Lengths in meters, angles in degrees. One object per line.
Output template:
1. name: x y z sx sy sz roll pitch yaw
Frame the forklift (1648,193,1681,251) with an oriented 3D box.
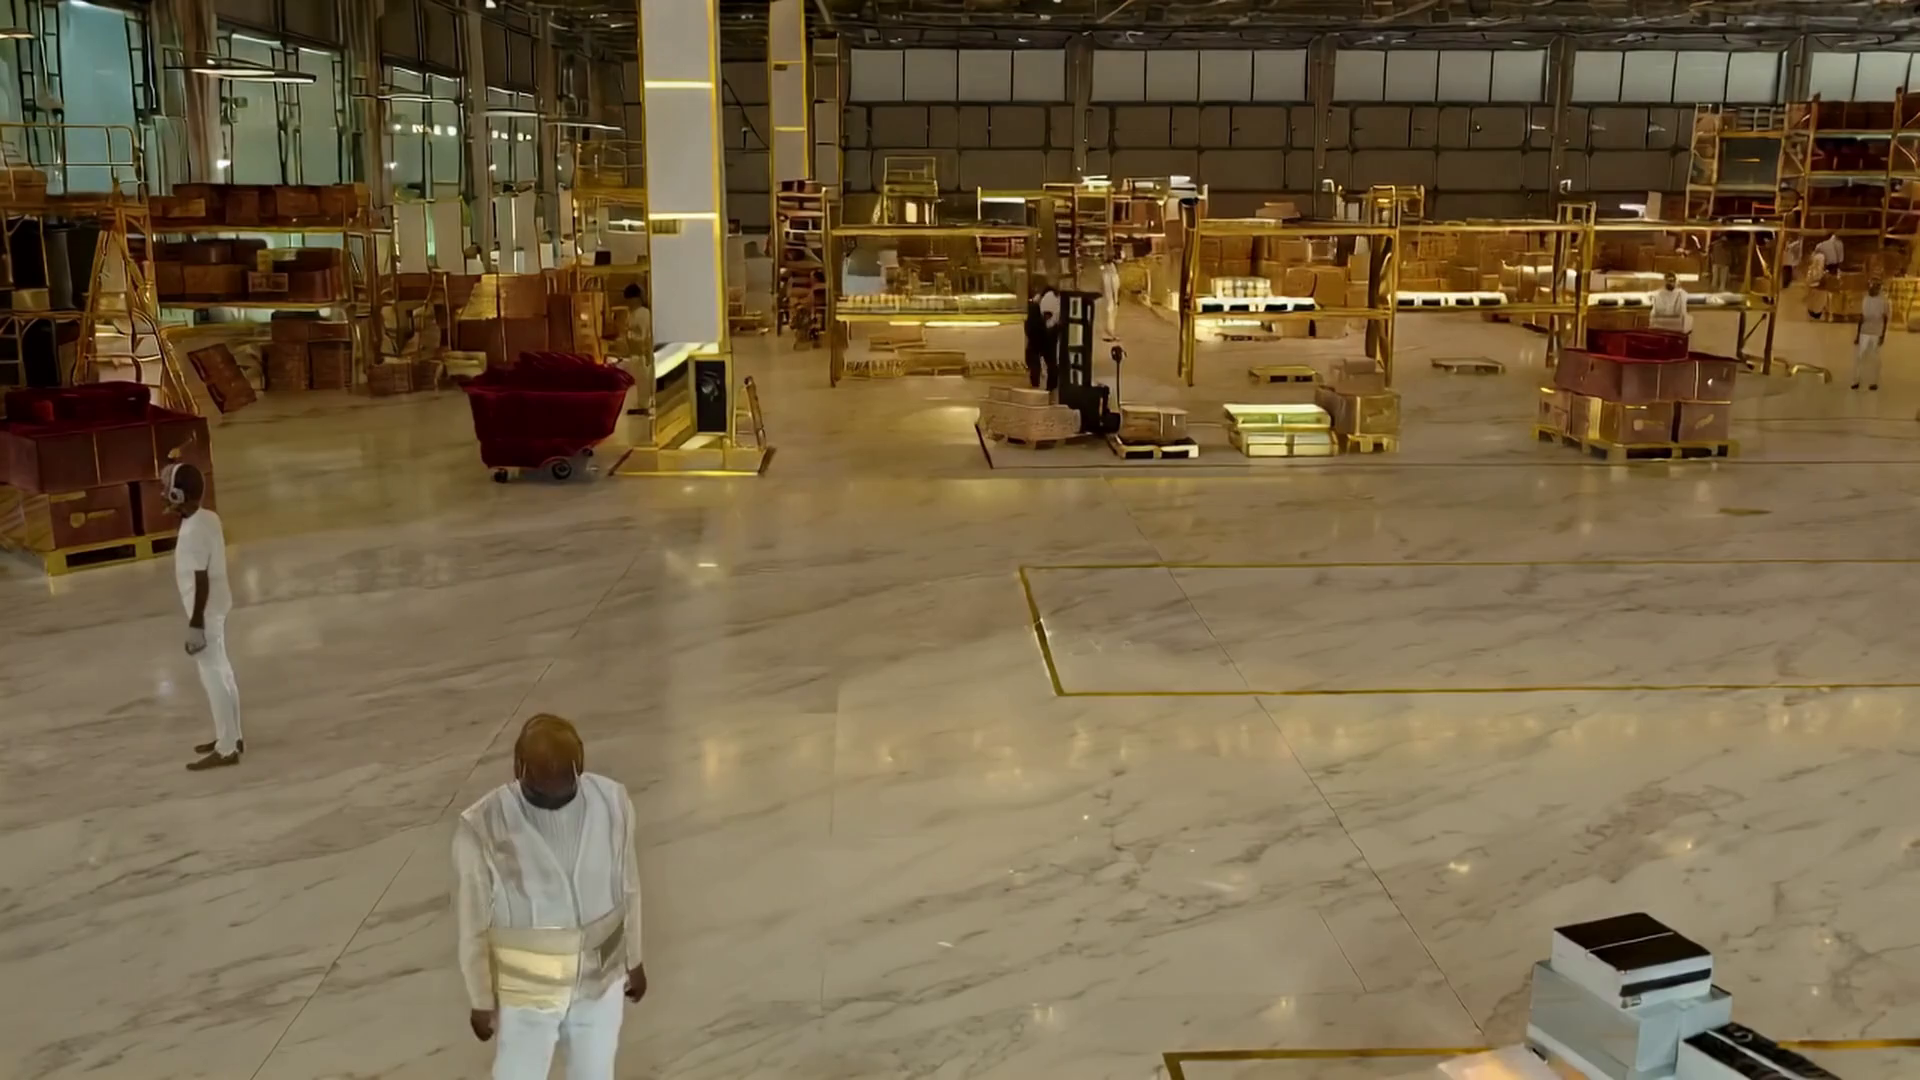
1. forklift: 23.997 -10.607 57.611 1.873 2.768 1.129 4 13 18

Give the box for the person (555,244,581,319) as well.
1. person: -9.186 -5.996 39.096 0.611 1.878 1.002 -5 13 -21

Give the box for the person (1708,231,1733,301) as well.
1. person: 21.094 -7.597 46.166 0.629 1.940 0.373 9 15 34

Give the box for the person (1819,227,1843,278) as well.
1. person: 25.429 -8.161 48.680 0.649 1.953 0.908 4 13 16

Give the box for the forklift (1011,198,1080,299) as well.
1. forklift: 2.407 -8.199 46.741 1.873 2.768 1.129 0 12 -2

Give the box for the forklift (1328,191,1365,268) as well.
1. forklift: 14.597 -11.653 62.336 1.129 2.768 1.873 0 12 -2

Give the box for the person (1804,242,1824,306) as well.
1. person: 22.886 -7.111 44.519 0.535 1.700 0.318 -12 17 -42

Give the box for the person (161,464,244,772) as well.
1. person: -4.536 0.462 9.954 0.329 1.865 0.518 -3 13 -11

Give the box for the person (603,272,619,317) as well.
1. person: -8.504 -6.279 40.827 0.538 1.674 0.707 1 13 5

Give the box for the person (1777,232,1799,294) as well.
1. person: 24.384 -8.134 48.846 0.533 1.827 0.644 0 12 -1

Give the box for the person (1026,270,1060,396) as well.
1. person: 1.306 -3.315 26.599 0.563 2.000 0.707 -4 13 -19

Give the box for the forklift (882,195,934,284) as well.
1. forklift: -1.507 -9.369 52.021 1.129 2.768 1.873 -10 16 -38

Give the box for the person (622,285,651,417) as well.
1. person: -4.733 -2.770 24.400 0.379 1.924 0.594 -8 15 -32

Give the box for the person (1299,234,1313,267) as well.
1. person: 9.712 -7.855 47.424 0.658 1.905 0.825 -7 14 -28

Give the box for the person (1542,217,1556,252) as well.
1. person: 21.421 -10.755 60.427 0.542 1.938 0.357 12 17 43

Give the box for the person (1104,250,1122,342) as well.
1. person: 3.225 -5.157 35.147 0.359 1.938 0.635 -1 13 -6

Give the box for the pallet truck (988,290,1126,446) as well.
1. pallet truck: 1.257 -2.299 22.111 1.885 1.965 0.823 -9 15 -35

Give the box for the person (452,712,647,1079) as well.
1. person: -1.332 1.453 5.529 0.633 1.839 0.429 -8 15 -33

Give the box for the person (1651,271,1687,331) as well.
1. person: 12.117 -3.659 28.505 0.360 1.886 0.574 -11 17 -42

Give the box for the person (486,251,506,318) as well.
1. person: -11.443 -6.265 40.860 0.526 1.631 0.314 10 16 37

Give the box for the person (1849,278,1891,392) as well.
1. person: 14.904 -3.352 27.194 0.322 1.859 0.511 -7 14 -30
